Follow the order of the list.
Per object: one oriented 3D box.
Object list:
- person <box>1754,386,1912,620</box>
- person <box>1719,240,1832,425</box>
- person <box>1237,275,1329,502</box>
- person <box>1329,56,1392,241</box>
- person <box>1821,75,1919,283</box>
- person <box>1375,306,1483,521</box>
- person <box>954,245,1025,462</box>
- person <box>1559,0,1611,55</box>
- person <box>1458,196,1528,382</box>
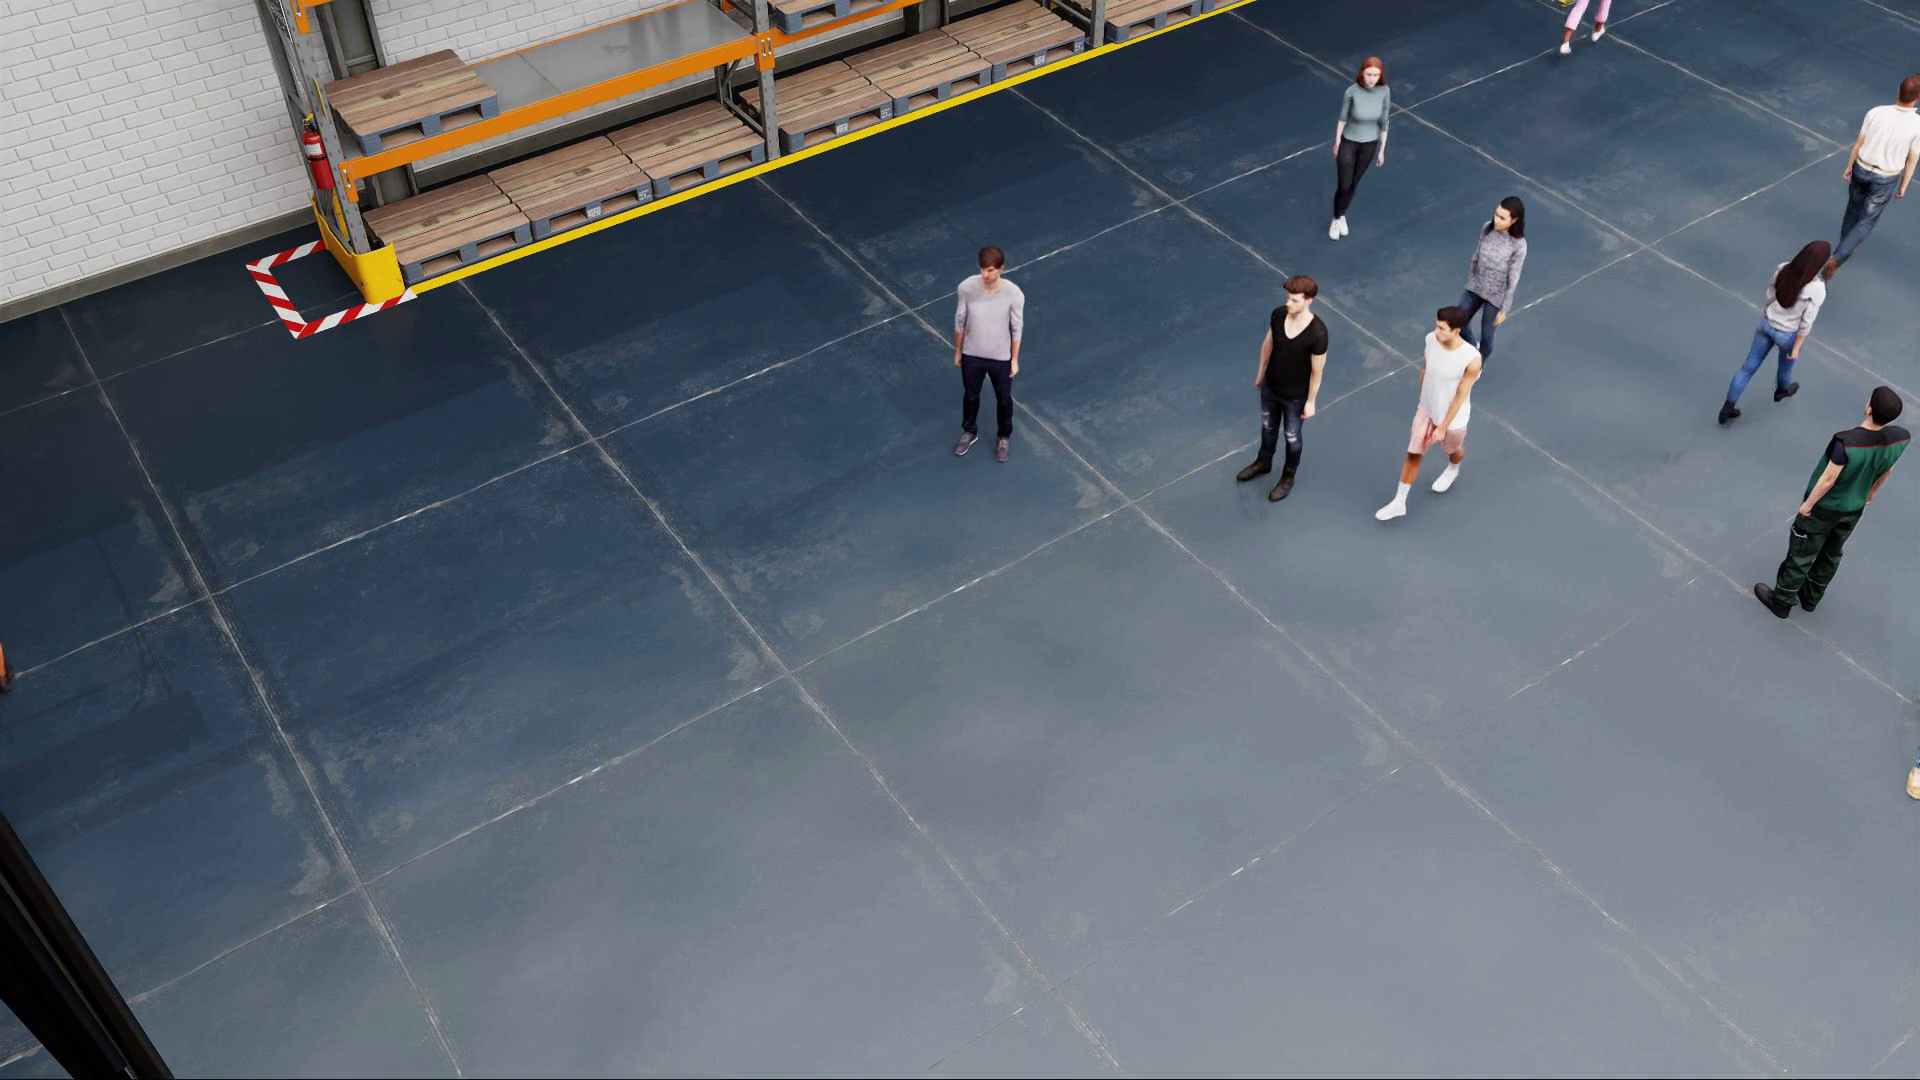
[{"bbox_3d":[5.862,-0.250,11.126,0.642,1.900,0.813,-10,44,-10],"label":"person"},{"bbox_3d":[6.206,-1.550,12.721,1.035,1.582,0.668,-23,48,-22],"label":"person"},{"bbox_3d":[2.381,-1.118,12.041,0.587,1.895,0.711,-32,52,-29],"label":"person"},{"bbox_3d":[3.496,-3.497,14.656,0.691,1.732,0.762,-2,44,-2],"label":"person"},{"bbox_3d":[7.703,-3.032,14.099,0.811,1.829,1.162,33,53,30],"label":"person"},{"bbox_3d":[3.548,-0.947,11.982,1.160,1.728,0.707,-30,51,-28],"label":"person"},{"bbox_3d":[0.212,-1.400,12.375,0.731,1.844,0.772,10,44,10],"label":"person"},{"bbox_3d":[6.537,-5.794,17.094,0.864,1.696,1.243,27,50,26],"label":"person"},{"bbox_3d":[4.222,-1.968,13.060,0.625,1.720,0.638,-29,51,-27],"label":"person"}]
